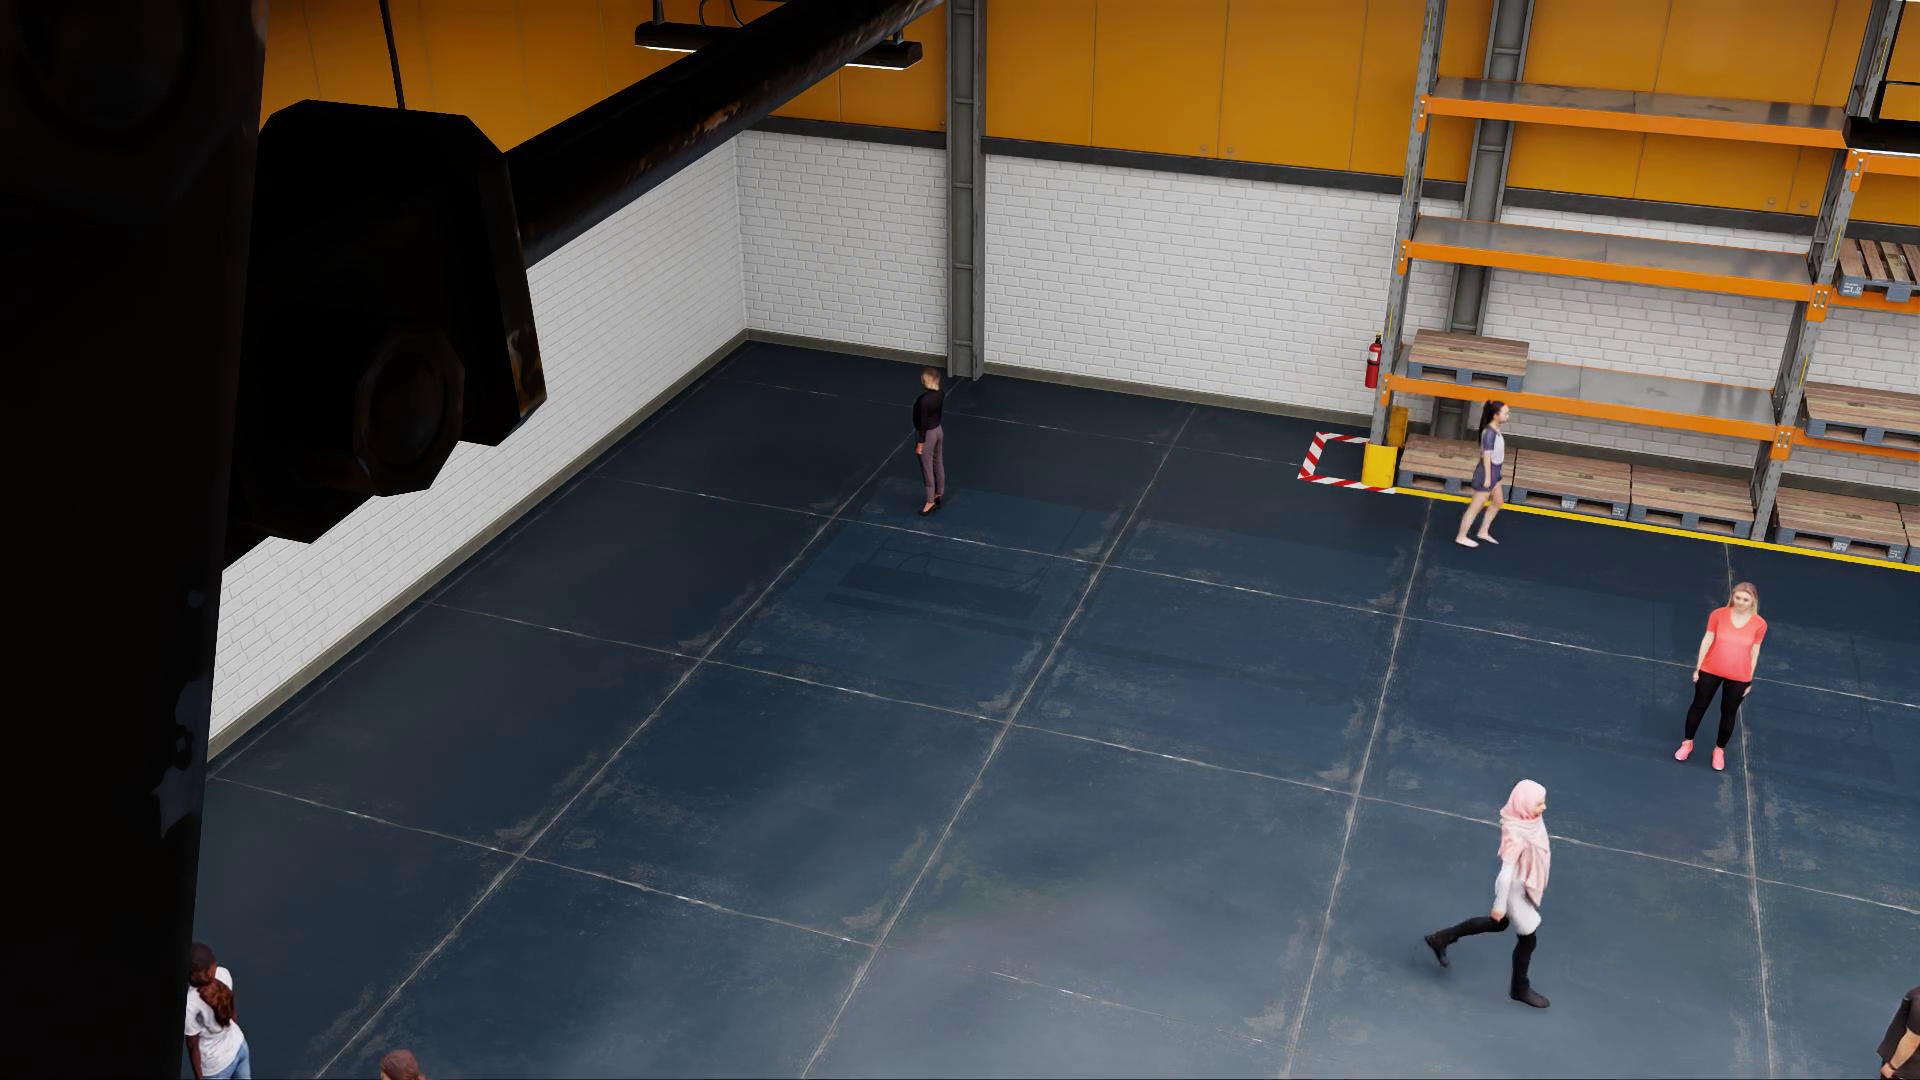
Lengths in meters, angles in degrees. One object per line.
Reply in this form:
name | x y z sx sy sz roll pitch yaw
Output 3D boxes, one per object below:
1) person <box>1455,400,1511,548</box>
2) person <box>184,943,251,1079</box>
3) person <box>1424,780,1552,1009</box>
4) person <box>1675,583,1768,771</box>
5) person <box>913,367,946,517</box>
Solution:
person | 5.279 -0.676 16.958 0.665 1.636 0.638 13 31 22
person | -4.415 3.097 9.955 0.565 1.720 0.601 5 29 9
person | 3.651 2.360 11.247 1.161 1.776 0.738 14 32 24
person | 6.272 1.098 13.647 0.496 1.694 0.674 14 31 24
person | -0.307 -1.049 17.605 0.562 1.672 0.620 14 32 24
